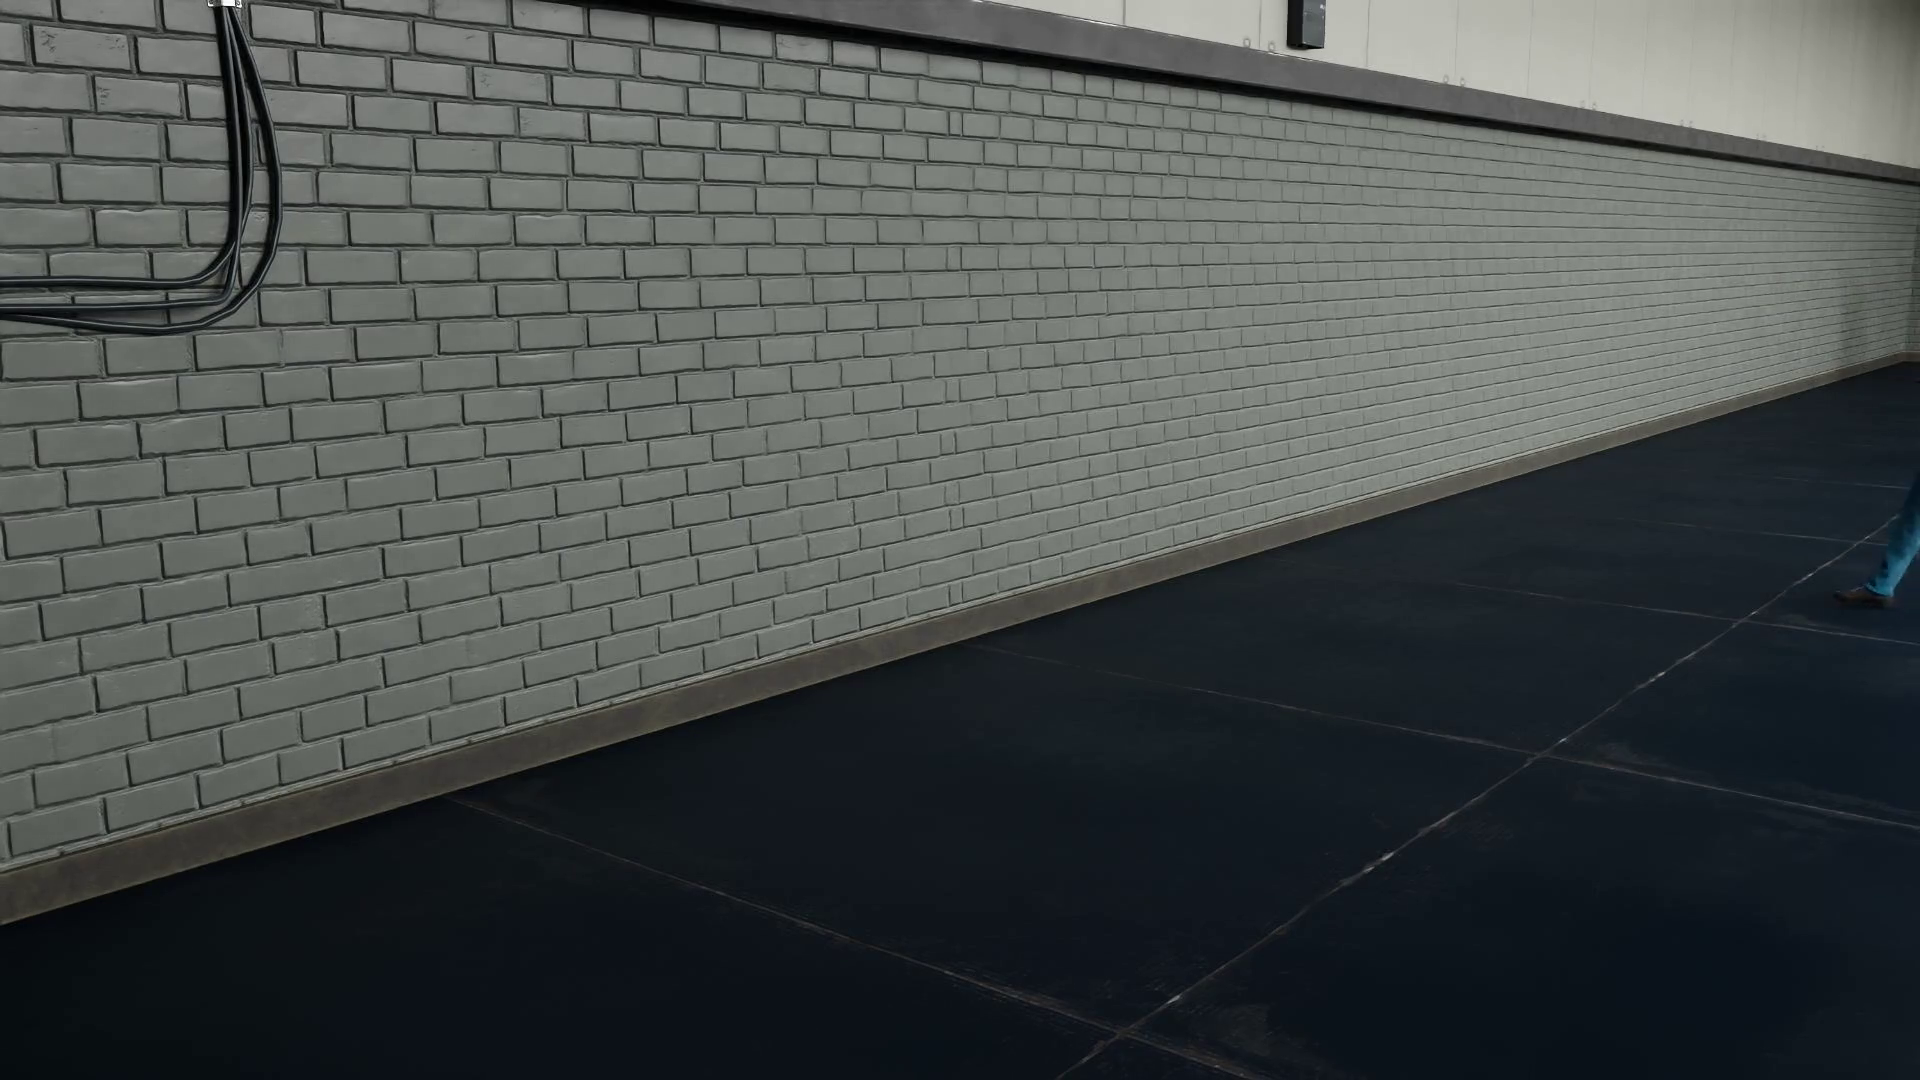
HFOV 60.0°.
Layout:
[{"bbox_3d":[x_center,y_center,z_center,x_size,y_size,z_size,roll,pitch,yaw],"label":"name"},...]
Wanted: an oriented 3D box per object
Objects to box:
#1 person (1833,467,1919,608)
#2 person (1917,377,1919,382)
[{"bbox_3d":[5.346,-0.481,8.880,0.980,1.798,0.585,4,11,21],"label":"person"},{"bbox_3d":[13.776,-3.175,23.144,0.612,2.030,0.678,-8,13,-36],"label":"person"}]
